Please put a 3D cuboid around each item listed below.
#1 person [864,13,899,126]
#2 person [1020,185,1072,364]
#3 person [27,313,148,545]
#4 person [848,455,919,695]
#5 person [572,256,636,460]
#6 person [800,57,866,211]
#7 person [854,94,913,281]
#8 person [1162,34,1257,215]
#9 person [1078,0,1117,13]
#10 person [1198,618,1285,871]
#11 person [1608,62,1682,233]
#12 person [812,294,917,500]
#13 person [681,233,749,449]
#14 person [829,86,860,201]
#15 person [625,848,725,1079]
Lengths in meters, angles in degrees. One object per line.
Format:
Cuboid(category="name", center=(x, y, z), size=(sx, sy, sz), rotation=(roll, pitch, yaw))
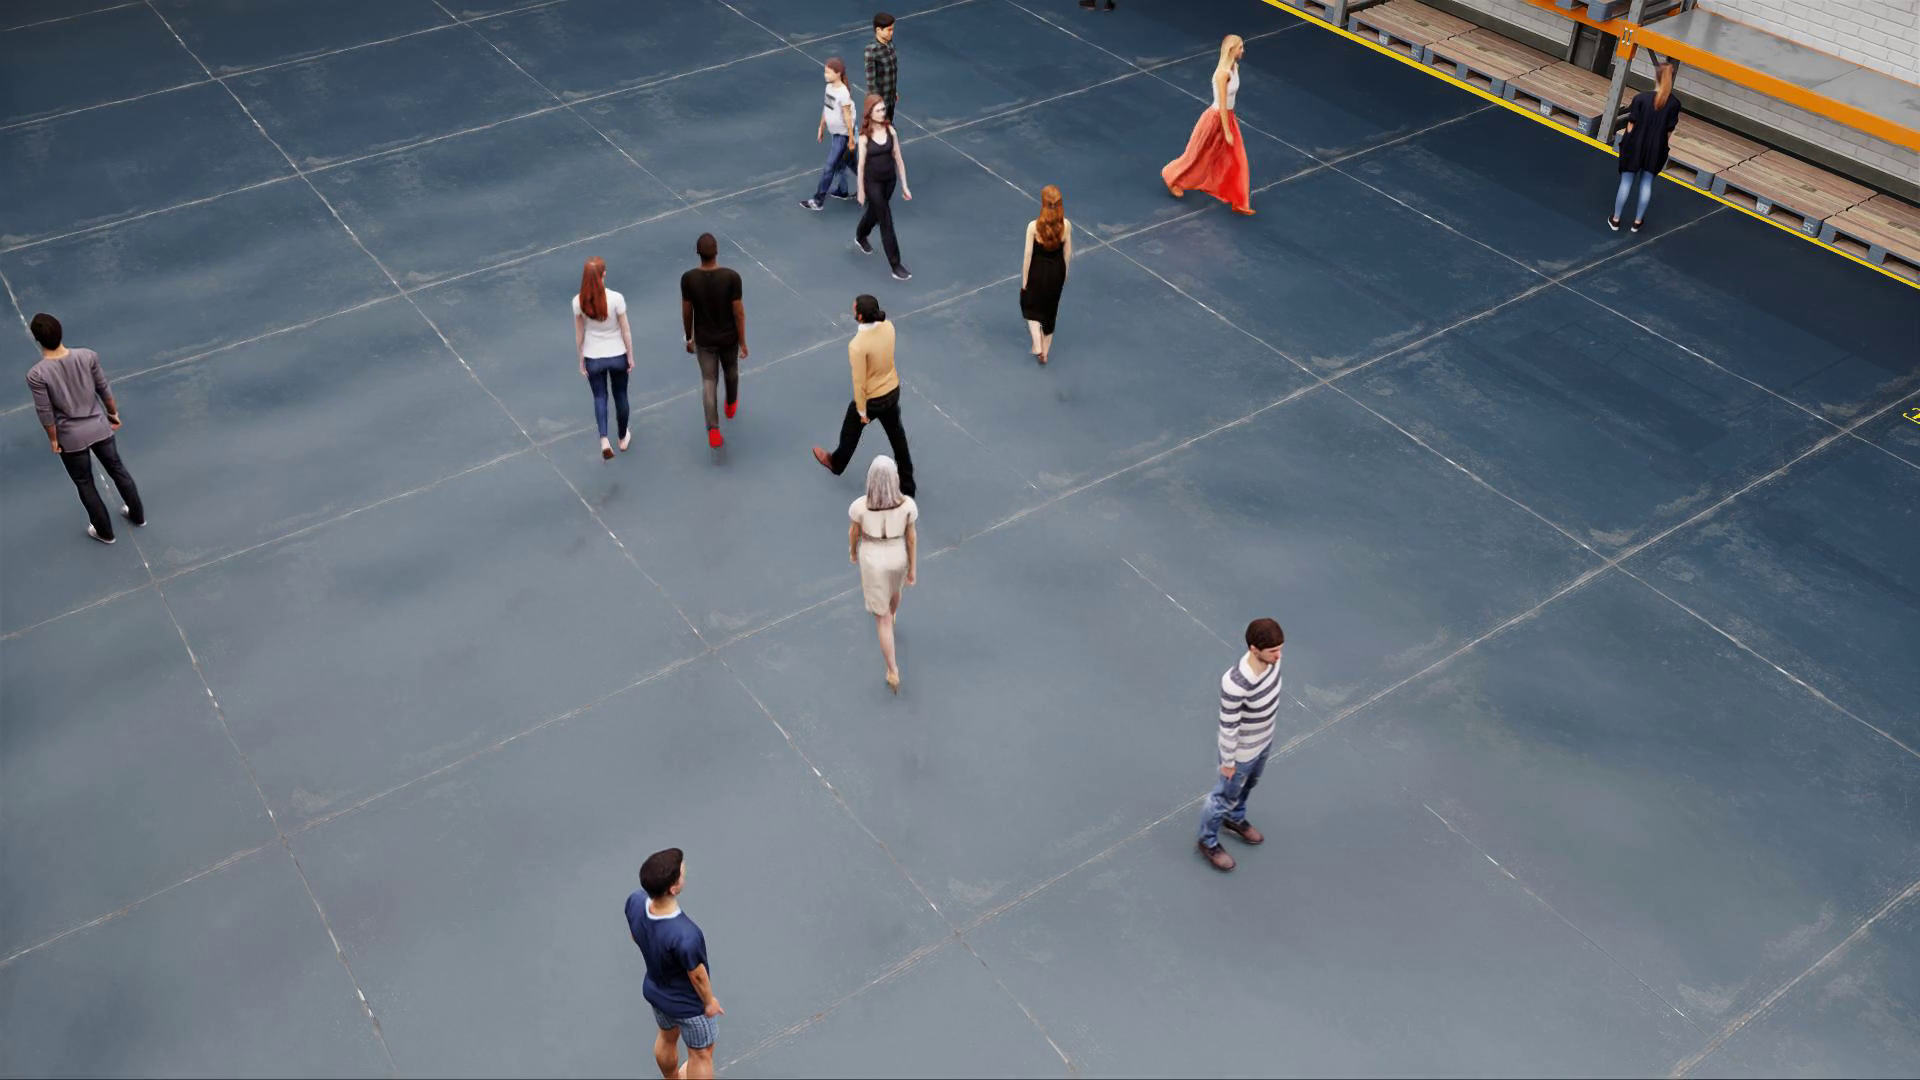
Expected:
Cuboid(category="person", center=(-0.825, -4.617, 17.204), size=(0.703, 1.714, 0.748), rotation=(18, 42, 21))
Cuboid(category="person", center=(0.747, -2.182, 14.039), size=(0.684, 1.611, 0.702), rotation=(-9, 40, -12))
Cuboid(category="person", center=(-6.397, -0.815, 12.135), size=(0.624, 1.850, 0.721), rotation=(28, 47, 31))
Cuboid(category="person", center=(-0.479, 0.273, 10.900), size=(0.897, 1.692, 1.177), rotation=(-7, 39, -9))
Cuboid(category="person", center=(-2.746, -1.351, 12.910), size=(0.815, 1.720, 0.960), rotation=(-3, 39, -3))
Cuboid(category="person", center=(-1.118, -4.017, 16.412), size=(0.676, 1.516, 1.025), rotation=(-19, 42, -22))
Cuboid(category="person", center=(-0.793, -3.313, 15.388), size=(0.629, 1.695, 1.184), rotation=(-26, 45, -29))
Cuboid(category="person", center=(2.432, -4.059, 16.276), size=(1.352, 1.750, 0.936), rotation=(25, 45, 28))
Cuboid(category="person", center=(1.684, -7.377, 20.439), size=(0.776, 1.741, 0.785), rotation=(-17, 41, -20))
Cuboid(category="person", center=(1.652, 1.149, 9.678), size=(0.621, 1.847, 0.686), rotation=(28, 46, 30))
Cuboid(category="person", center=(6.574, -3.762, 15.952), size=(0.692, 1.691, 0.779), rotation=(12, 40, 14))
Cuboid(category="person", center=(-0.574, -1.037, 12.529), size=(1.213, 1.705, 0.855), rotation=(28, 46, 30))
Cuboid(category="person", center=(-1.934, -1.546, 13.106), size=(1.048, 1.781, 1.246), rotation=(-2, 39, -3))
Cuboid(category="person", center=(-1.083, -3.961, 16.555), size=(0.799, 1.249, 0.659), rotation=(19, 42, 22))
Cuboid(category="person", center=(-1.413, 2.240, 8.316), size=(0.590, 1.843, 0.742), rotation=(27, 46, 29))
